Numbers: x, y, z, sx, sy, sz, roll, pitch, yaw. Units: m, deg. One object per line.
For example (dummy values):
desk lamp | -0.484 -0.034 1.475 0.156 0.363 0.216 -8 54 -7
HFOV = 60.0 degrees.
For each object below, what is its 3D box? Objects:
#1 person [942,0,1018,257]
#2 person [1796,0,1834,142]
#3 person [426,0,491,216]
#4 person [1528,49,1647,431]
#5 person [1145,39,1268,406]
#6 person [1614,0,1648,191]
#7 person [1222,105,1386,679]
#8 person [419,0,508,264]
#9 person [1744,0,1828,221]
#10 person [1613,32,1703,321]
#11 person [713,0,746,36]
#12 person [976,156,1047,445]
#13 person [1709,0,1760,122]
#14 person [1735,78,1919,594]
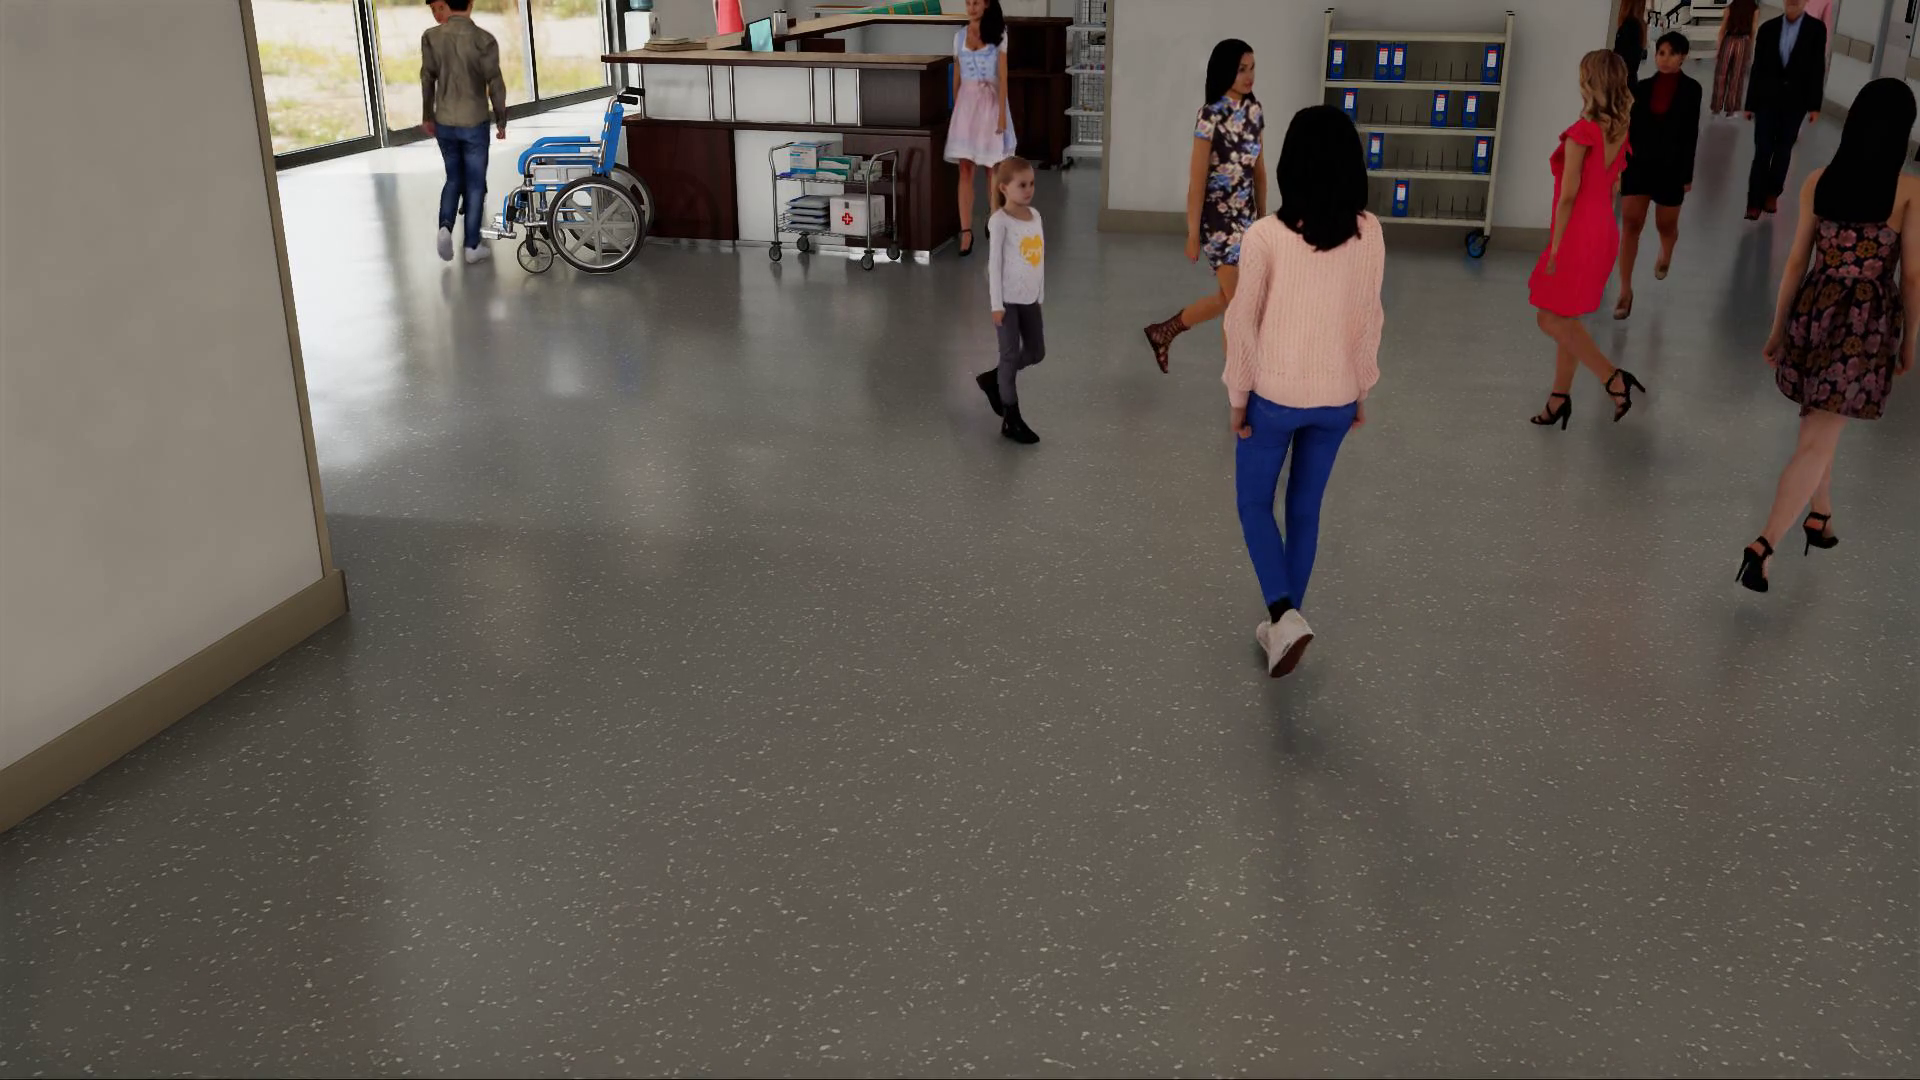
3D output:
person | 0.173 -2.904 11.582 0.980 1.782 0.732 4 21 10
person | 8.547 -4.912 16.913 1.098 1.760 0.752 3 21 7
person | -3.956 -3.448 13.135 0.938 1.699 0.889 -4 21 -9
person | 2.833 -1.283 7.403 0.856 1.710 0.954 -16 26 -36
person | 1.205 -1.479 7.921 1.113 1.709 0.916 19 28 40
person | 5.721 -3.897 14.305 0.618 1.711 0.663 12 24 28
person | 1.028 -0.377 4.950 0.926 1.753 0.875 -1 21 -3
person | -3.365 -2.764 11.118 0.722 1.848 0.832 1 21 3
person | 6.338 -3.355 12.807 1.191 1.757 0.932 11 23 26
person | 4.073 -2.112 9.724 0.986 1.616 0.805 12 24 29
person | -2.968 -6.657 21.428 0.521 1.827 0.690 11 23 26
person | 0.207 -1.098 7.534 0.679 1.271 0.786 -18 28 -40
person | 8.894 -5.625 19.084 0.591 1.557 0.646 8 22 21
person | 2.932 -0.616 5.616 1.090 1.729 1.184 -18 27 -40
